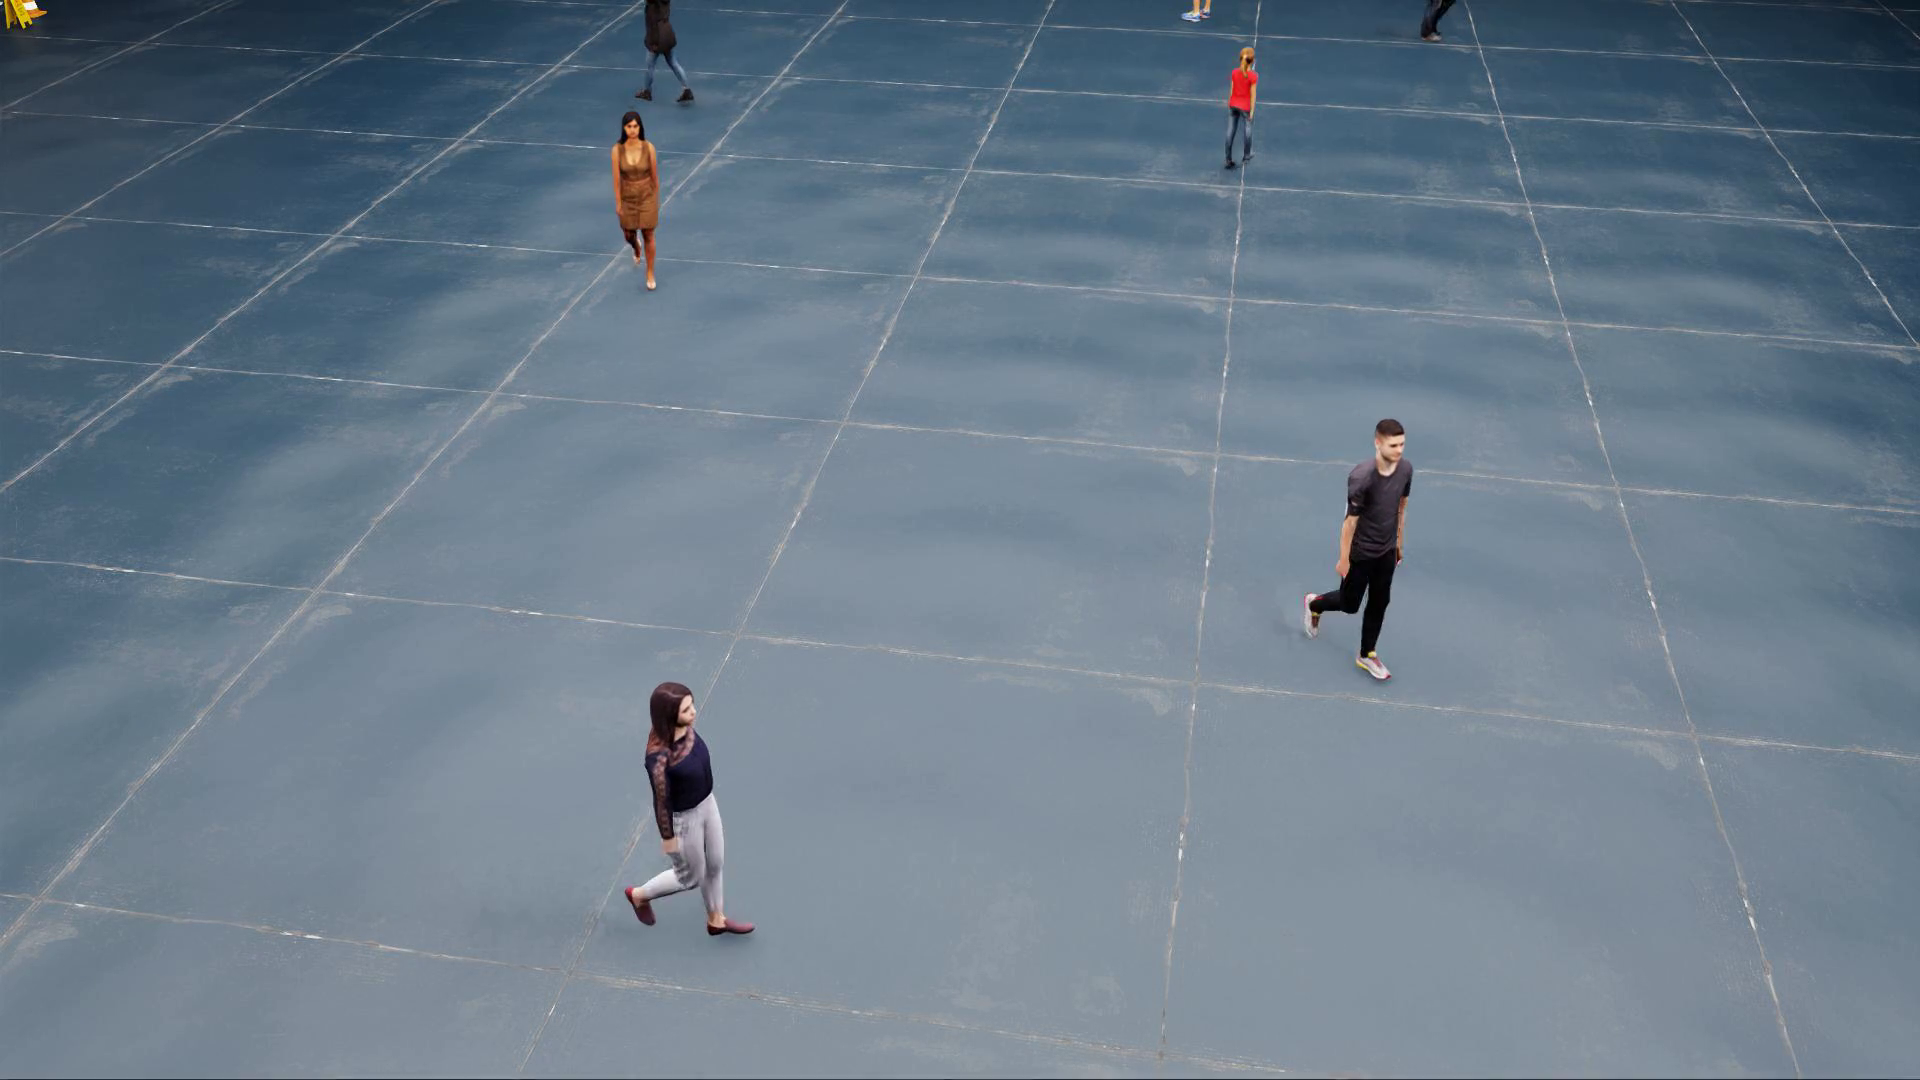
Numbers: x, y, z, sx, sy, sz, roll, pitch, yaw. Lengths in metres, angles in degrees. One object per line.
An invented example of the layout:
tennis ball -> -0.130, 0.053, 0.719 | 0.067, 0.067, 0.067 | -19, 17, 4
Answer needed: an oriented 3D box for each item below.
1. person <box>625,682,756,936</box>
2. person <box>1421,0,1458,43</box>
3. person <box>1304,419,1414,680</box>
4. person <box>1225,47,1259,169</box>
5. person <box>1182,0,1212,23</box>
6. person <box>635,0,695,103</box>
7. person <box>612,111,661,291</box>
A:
person -> -1.403, 1.373, 8.273 | 0.854, 1.592, 0.587 | 5, 33, 8
person -> 6.394, -7.631, 22.342 | 0.725, 1.808, 0.749 | 14, 35, 21
person -> 2.483, 0.019, 10.273 | 0.987, 1.748, 1.018 | -17, 36, -25
person -> 3.042, -4.703, 18.185 | 0.747, 1.293, 0.704 | 17, 36, 24
person -> 3.389, -8.236, 23.246 | 0.702, 1.867, 0.741 | -25, 40, -34
person -> -3.530, -6.017, 19.982 | 1.102, 1.598, 0.794 | 12, 34, 18
person -> -2.979, -3.153, 15.367 | 0.791, 1.677, 0.793 | -7, 33, -11
